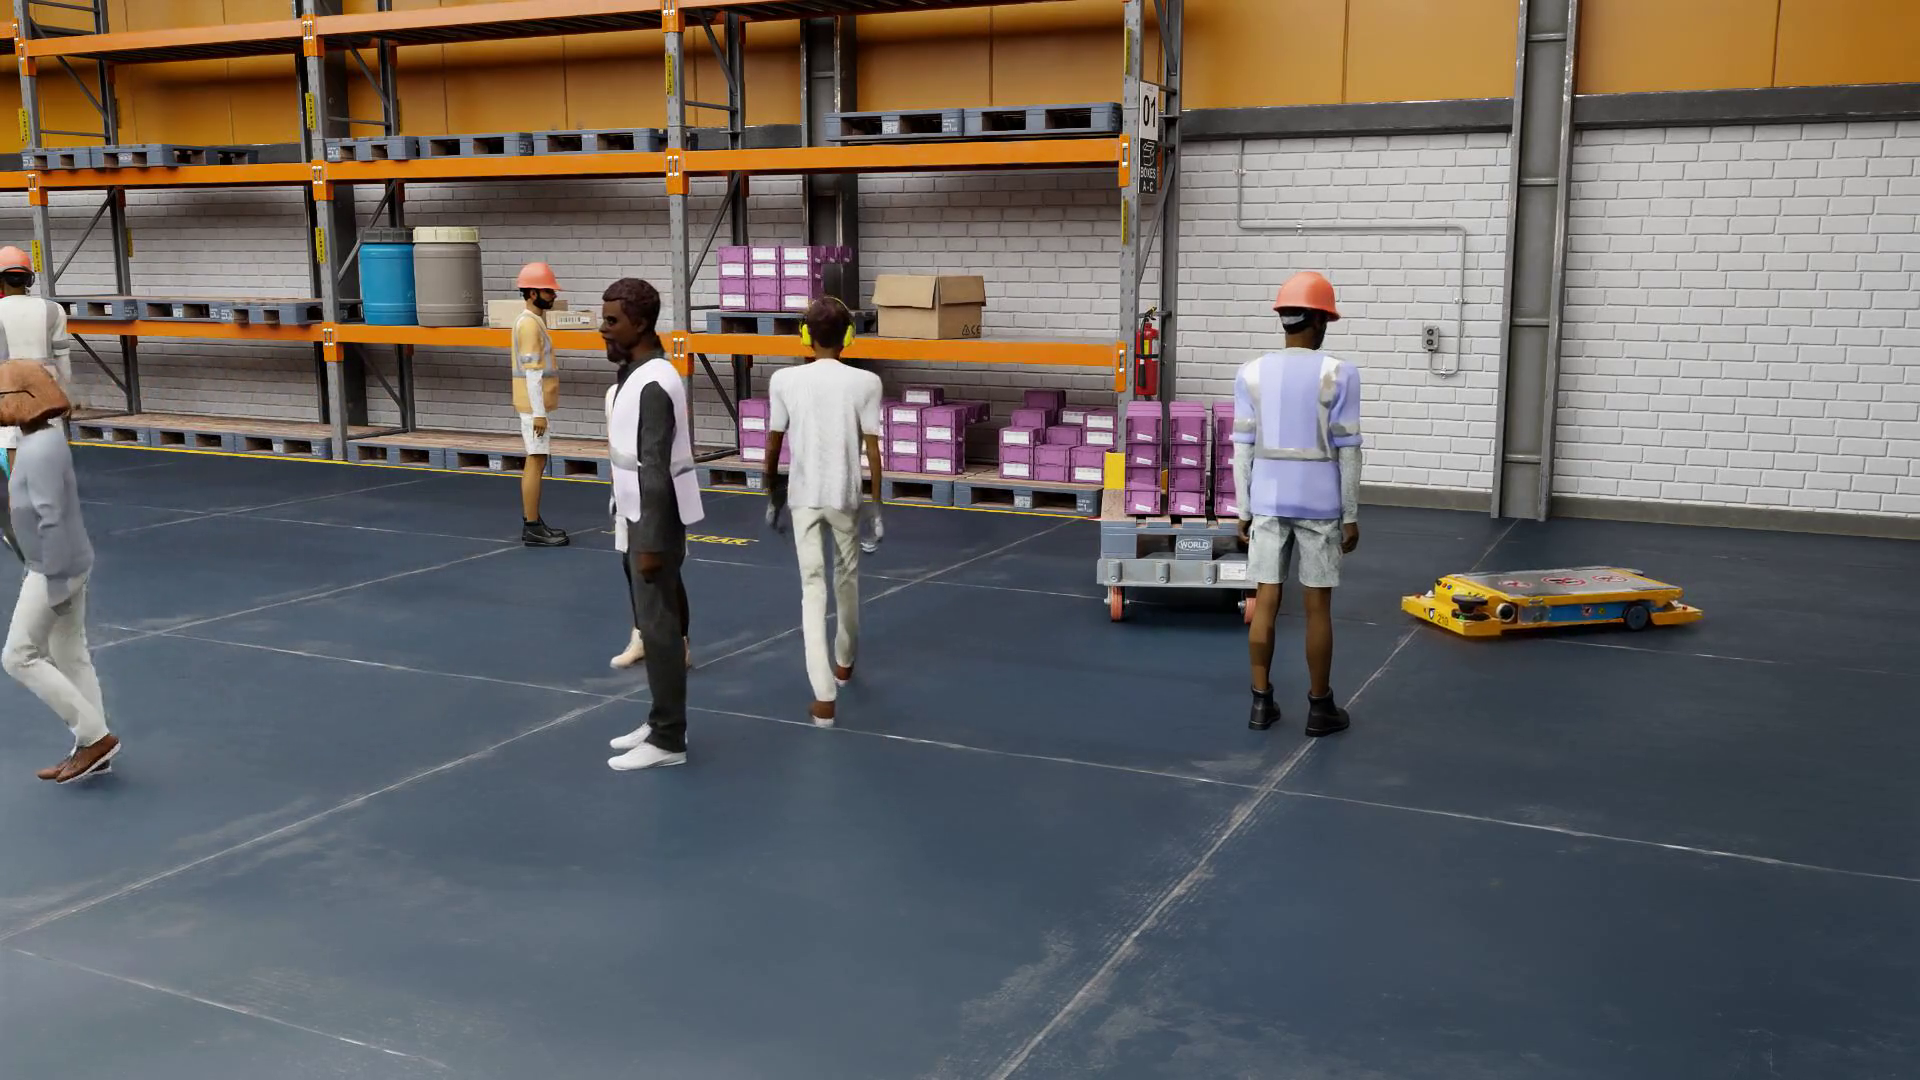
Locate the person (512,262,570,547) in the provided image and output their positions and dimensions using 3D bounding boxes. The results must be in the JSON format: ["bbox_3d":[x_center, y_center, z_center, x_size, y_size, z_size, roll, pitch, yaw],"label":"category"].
[{"bbox_3d":[-2.872,-0.924,11.398,0.368,1.935,0.552,-3,10,-15],"label":"person"}]

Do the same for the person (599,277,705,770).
[{"bbox_3d":[-1.213,-0.061,6.530,0.409,1.917,0.596,-3,10,-15],"label":"person"}]

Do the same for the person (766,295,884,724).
[{"bbox_3d":[-0.601,-0.162,7.381,0.510,1.822,0.948,-1,10,-8],"label":"person"}]

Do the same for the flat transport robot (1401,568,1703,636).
[{"bbox_3d":[3.209,0.321,9.034,1.431,0.197,0.652,-2,10,-14],"label":"flat transport robot"}]

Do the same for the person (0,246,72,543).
[{"bbox_3d":[-6.449,-0.989,11.465,0.370,2.044,0.608,9,13,42],"label":"person"}]

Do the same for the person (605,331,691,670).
[{"bbox_3d":[-1.487,-0.193,7.932,0.536,1.693,0.319,8,13,40],"label":"person"}]

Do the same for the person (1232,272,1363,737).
[{"bbox_3d":[1.412,-0.144,6.953,0.542,1.930,0.374,5,11,28],"label":"person"}]

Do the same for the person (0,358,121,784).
[{"bbox_3d":[-3.426,0.133,6.246,0.359,1.624,0.503,-4,11,-22],"label":"person"}]

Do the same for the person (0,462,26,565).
[{"bbox_3d":[-5.625,-0.523,9.505,0.991,1.786,0.508,1,10,6],"label":"person"}]

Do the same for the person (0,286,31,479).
[{"bbox_3d":[-7.516,-1.171,13.189,0.470,1.855,0.606,-9,13,-41],"label":"person"}]
